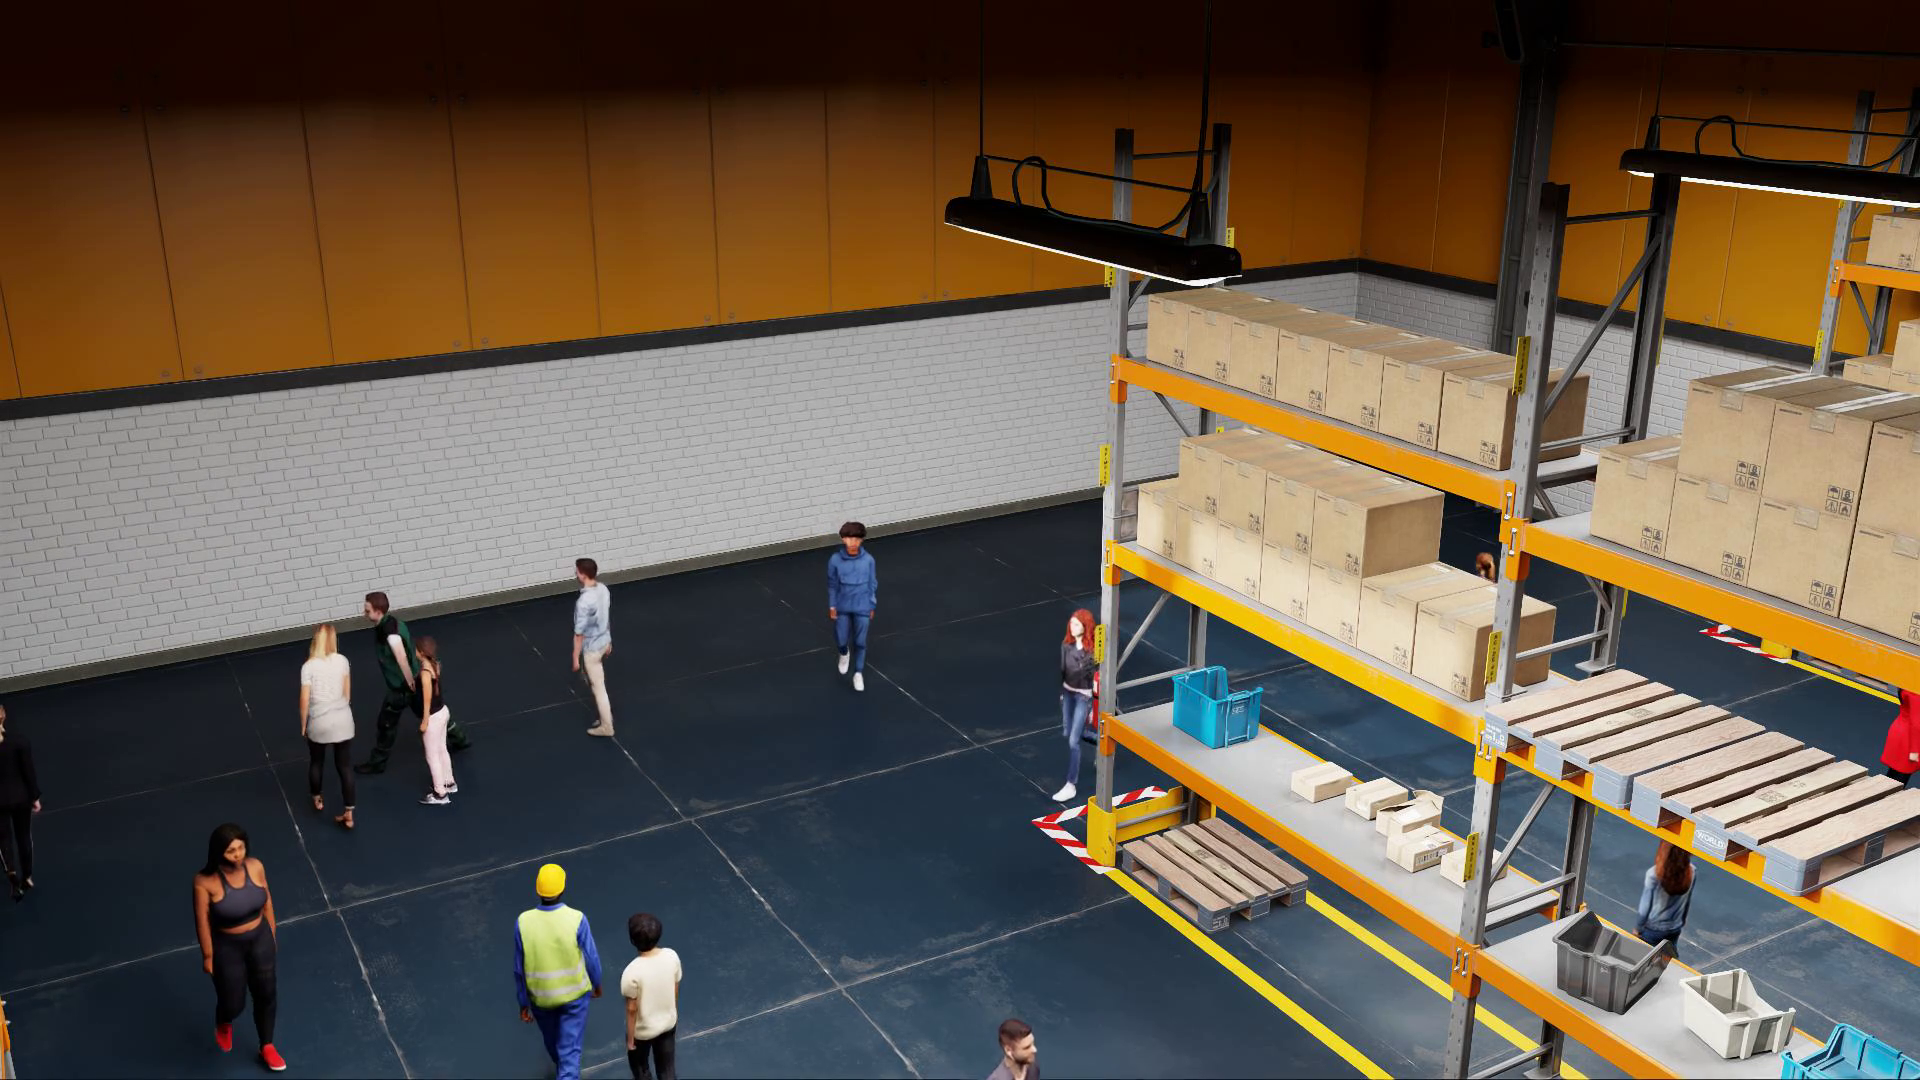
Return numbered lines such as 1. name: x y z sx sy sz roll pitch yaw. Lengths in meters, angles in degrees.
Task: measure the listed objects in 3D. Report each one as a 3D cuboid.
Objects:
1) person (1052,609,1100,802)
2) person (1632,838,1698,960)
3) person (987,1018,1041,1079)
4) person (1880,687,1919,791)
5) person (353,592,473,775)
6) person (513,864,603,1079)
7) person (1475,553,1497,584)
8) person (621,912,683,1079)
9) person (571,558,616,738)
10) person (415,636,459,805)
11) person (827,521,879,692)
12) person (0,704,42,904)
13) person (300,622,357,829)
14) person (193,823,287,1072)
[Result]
1. person: 1.124 1.445 14.974 1.051 1.770 0.819 17 25 41
2. person: 4.937 2.705 11.694 0.594 1.475 0.565 -5 19 -16
3. person: 0.206 3.406 9.199 1.187 1.738 0.999 10 21 27
4. person: 8.059 1.727 14.171 0.786 1.748 0.735 7 20 19
5. person: -5.039 1.325 15.344 0.912 1.760 1.291 -5 19 -15
6. person: -2.556 2.939 10.539 0.986 1.769 1.246 -2 19 -7
7. person: 5.586 0.780 17.702 0.629 1.289 0.875 -15 24 -38
8. person: -1.921 3.072 10.443 0.662 1.578 0.663 -15 23 -37
9. person: -3.442 1.053 16.028 0.847 1.839 0.782 4 19 13
10. person: -4.703 1.593 14.862 0.680 1.562 0.599 0 19 -1
11. person: -1.131 0.644 17.304 0.839 1.800 0.919 -2 19 -7
12. person: -7.514 2.114 13.116 0.637 1.687 0.867 -9 21 -26
13. person: -5.384 1.641 14.373 0.715 1.783 0.987 -17 25 -41
14. person: -4.875 2.705 11.175 0.948 1.805 0.822 16 25 40
